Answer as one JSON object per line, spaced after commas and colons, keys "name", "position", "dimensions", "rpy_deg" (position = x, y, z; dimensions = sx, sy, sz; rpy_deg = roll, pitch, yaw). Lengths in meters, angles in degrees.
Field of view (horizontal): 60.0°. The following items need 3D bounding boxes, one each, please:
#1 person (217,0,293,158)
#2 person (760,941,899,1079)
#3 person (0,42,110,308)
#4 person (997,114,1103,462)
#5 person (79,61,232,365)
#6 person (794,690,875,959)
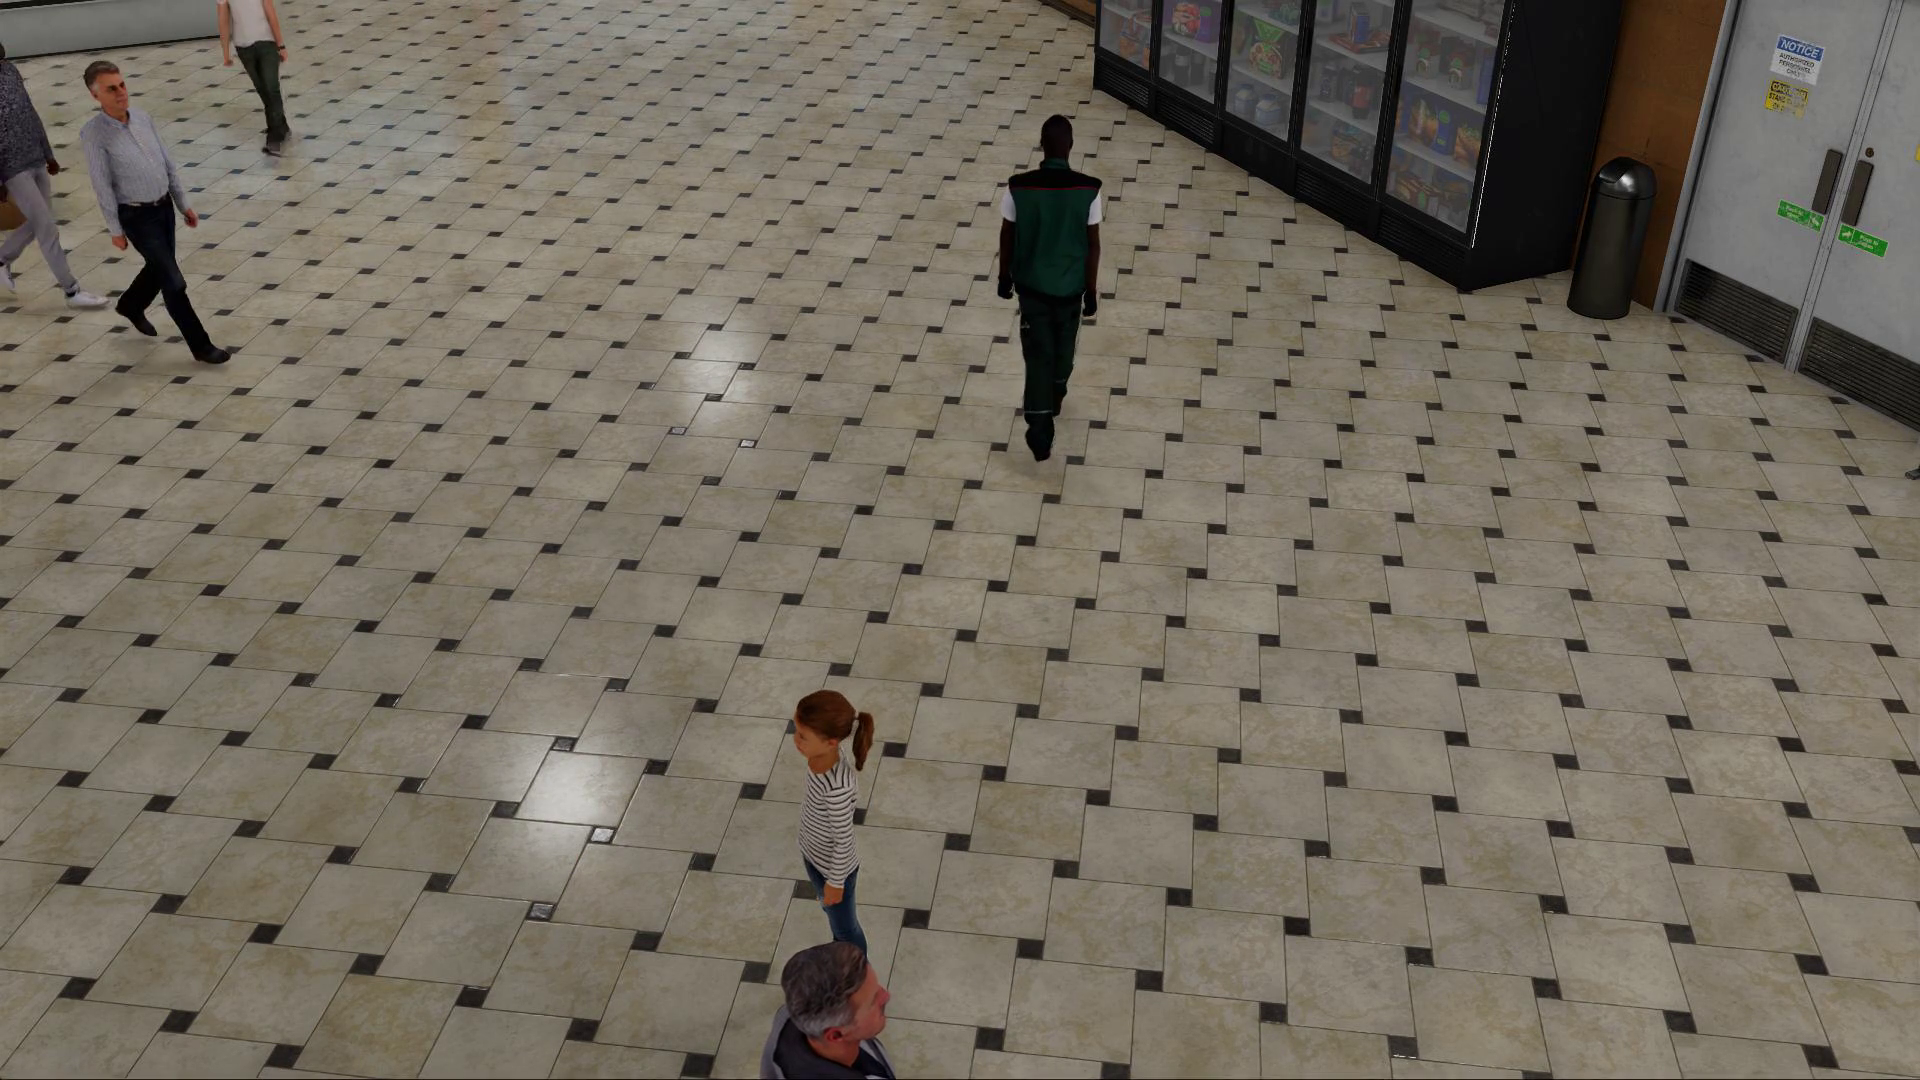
{"name": "person", "position": [-5.520, -3.888, 13.116], "dimensions": [1.077, 1.613, 0.910], "rpy_deg": [-2, 32, -3]}
{"name": "person", "position": [-0.289, 1.651, 4.008], "dimensions": [0.578, 1.829, 0.704], "rpy_deg": [-11, 34, -17]}
{"name": "person", "position": [-5.959, -2.320, 10.402], "dimensions": [1.186, 1.817, 1.015], "rpy_deg": [3, 32, 4]}
{"name": "person", "position": [0.466, -1.277, 8.745], "dimensions": [1.234, 1.797, 1.123], "rpy_deg": [2, 32, 3]}
{"name": "person", "position": [-4.849, -1.933, 9.805], "dimensions": [1.209, 1.791, 1.151], "rpy_deg": [11, 34, 17]}
{"name": "person", "position": [-0.417, 1.039, 5.478], "dimensions": [0.514, 1.316, 0.491], "rpy_deg": [-10, 33, -16]}
